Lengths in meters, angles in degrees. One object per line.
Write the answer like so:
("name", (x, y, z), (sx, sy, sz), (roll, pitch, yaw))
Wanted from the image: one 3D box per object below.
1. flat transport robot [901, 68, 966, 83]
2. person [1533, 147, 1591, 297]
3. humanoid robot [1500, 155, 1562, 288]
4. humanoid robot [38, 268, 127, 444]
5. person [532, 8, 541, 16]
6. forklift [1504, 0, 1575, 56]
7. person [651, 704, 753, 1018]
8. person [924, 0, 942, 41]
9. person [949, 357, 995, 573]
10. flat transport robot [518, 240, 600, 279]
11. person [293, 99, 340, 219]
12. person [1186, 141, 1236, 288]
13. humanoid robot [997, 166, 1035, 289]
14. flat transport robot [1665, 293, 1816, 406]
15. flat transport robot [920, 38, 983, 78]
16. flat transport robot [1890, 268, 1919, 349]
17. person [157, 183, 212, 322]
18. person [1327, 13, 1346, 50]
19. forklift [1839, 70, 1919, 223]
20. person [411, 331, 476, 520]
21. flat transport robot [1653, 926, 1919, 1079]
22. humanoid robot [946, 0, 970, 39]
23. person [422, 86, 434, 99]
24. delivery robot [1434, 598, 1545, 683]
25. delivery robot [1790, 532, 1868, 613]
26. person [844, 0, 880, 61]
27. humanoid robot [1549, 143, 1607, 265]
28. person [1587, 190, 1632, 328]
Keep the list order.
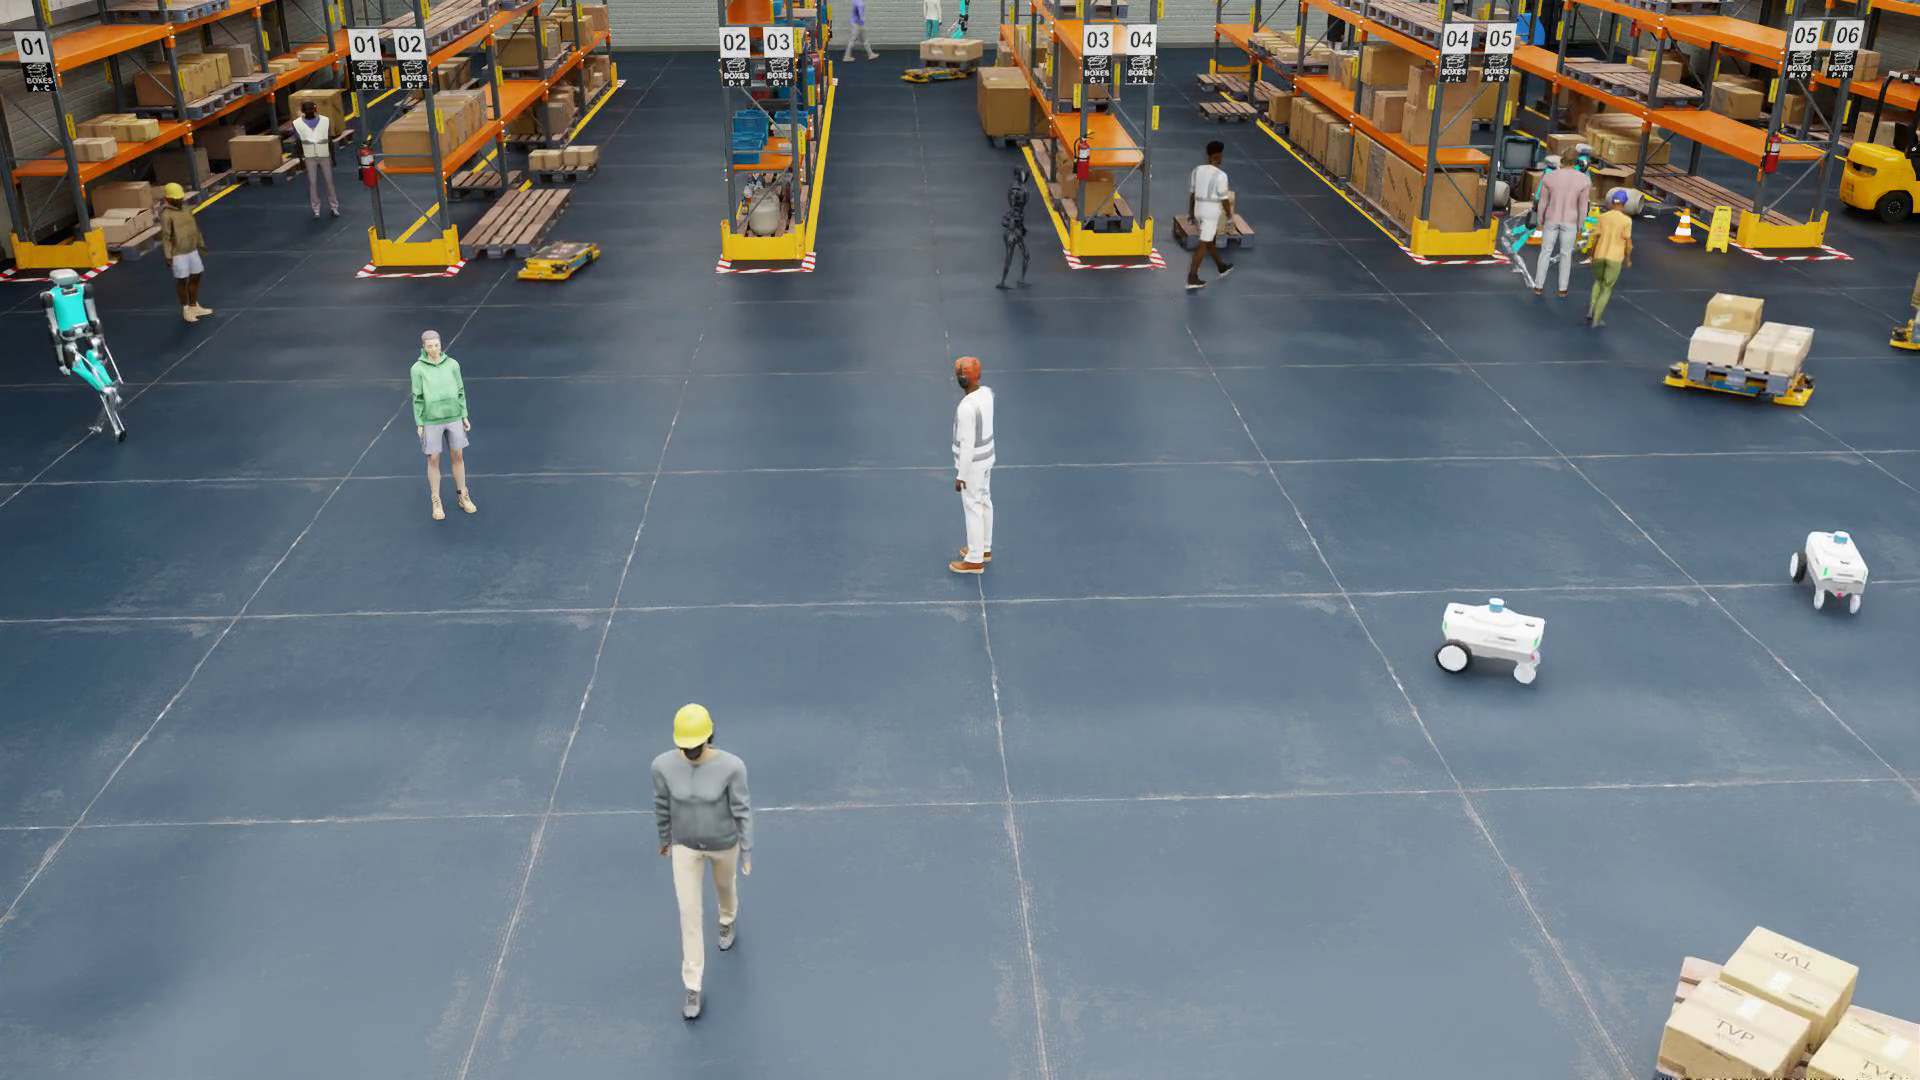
("flat transport robot", (-0.622, -10.916, 39.001), (1.431, 0.231, 0.659), (-17, 29, -34))
("person", (7.865, -4.160, 21.787), (0.622, 1.931, 0.374), (11, 26, 23))
("humanoid robot", (7.566, -4.289, 22.324), (0.816, 1.778, 0.546), (15, 28, 30))
("humanoid robot", (-8.717, -1.817, 16.798), (0.992, 1.783, 0.530), (16, 28, 31))
("person", (-10.394, -12.649, 40.941), (0.397, 1.856, 0.519), (-21, 31, -39))
("forklift", (14.700, -13.805, 42.301), (1.873, 2.768, 1.129), (-1, 24, -2))
("person", (-1.379, 1.636, 9.006), (0.538, 1.712, 0.903), (0, 24, -1))
("person", (-0.686, -13.282, 42.474), (0.523, 1.769, 0.312), (16, 29, 32))
("person", (0.102, -0.629, 13.900), (0.362, 1.886, 0.574), (9, 26, 20))
("flat transport robot", (-5.602, -3.921, 23.282), (0.659, 0.231, 1.431), (4, 24, 8))
("person", (-10.022, -5.946, 25.911), (0.557, 1.837, 0.394), (-11, 26, -23))
("person", (3.418, -4.378, 22.274), (1.005, 1.909, 0.623), (-14, 27, -28))
("humanoid robot", (0.743, -4.144, 22.063), (0.470, 1.638, 0.616), (7, 25, 15))
("flat transport robot", (8.655, -1.771, 18.451), (1.431, 0.231, 0.659), (15, 28, 30))
("flat transport robot", (-0.189, -11.175, 39.582), (0.659, 0.231, 1.431), (10, 26, 21))
("flat transport robot", (11.901, -2.365, 19.787), (1.431, 0.231, 0.659), (14, 27, 28))
("person", (-9.658, -3.600, 20.744), (0.423, 1.747, 0.595), (10, 26, 21))
("person", (8.979, -12.106, 39.723), (0.405, 1.854, 0.545), (-13, 27, -27))
("forklift", (15.132, -6.143, 25.915), (2.313, 2.155, 1.214), (-1, 24, -2))
("person", (-4.683, -1.055, 15.033), (0.474, 1.741, 0.342), (-14, 28, -29))
("flat transport robot", (4.105, 2.787, 8.211), (0.659, 0.231, 1.431), (13, 27, 27))
("humanoid robot", (-0.090, -12.672, 41.080), (0.700, 1.764, 0.530), (-6, 25, -12))
("person", (-11.192, -9.755, 34.680), (0.548, 1.658, 0.830), (-3, 24, -7))
("delivery robot", (3.982, 0.714, 12.485), (0.747, 0.568, 0.499), (10, 26, 22))
("delivery robot", (7.162, 0.205, 13.622), (0.499, 0.564, 0.737), (6, 25, 14))
("person", (-2.503, -12.883, 41.604), (0.947, 1.742, 0.643), (-2, 24, -4))
("humanoid robot", (8.672, -4.582, 22.963), (0.953, 1.763, 0.547), (1, 24, 2))
("person", (8.027, -3.464, 20.501), (0.539, 1.697, 0.457), (-20, 31, -37))
